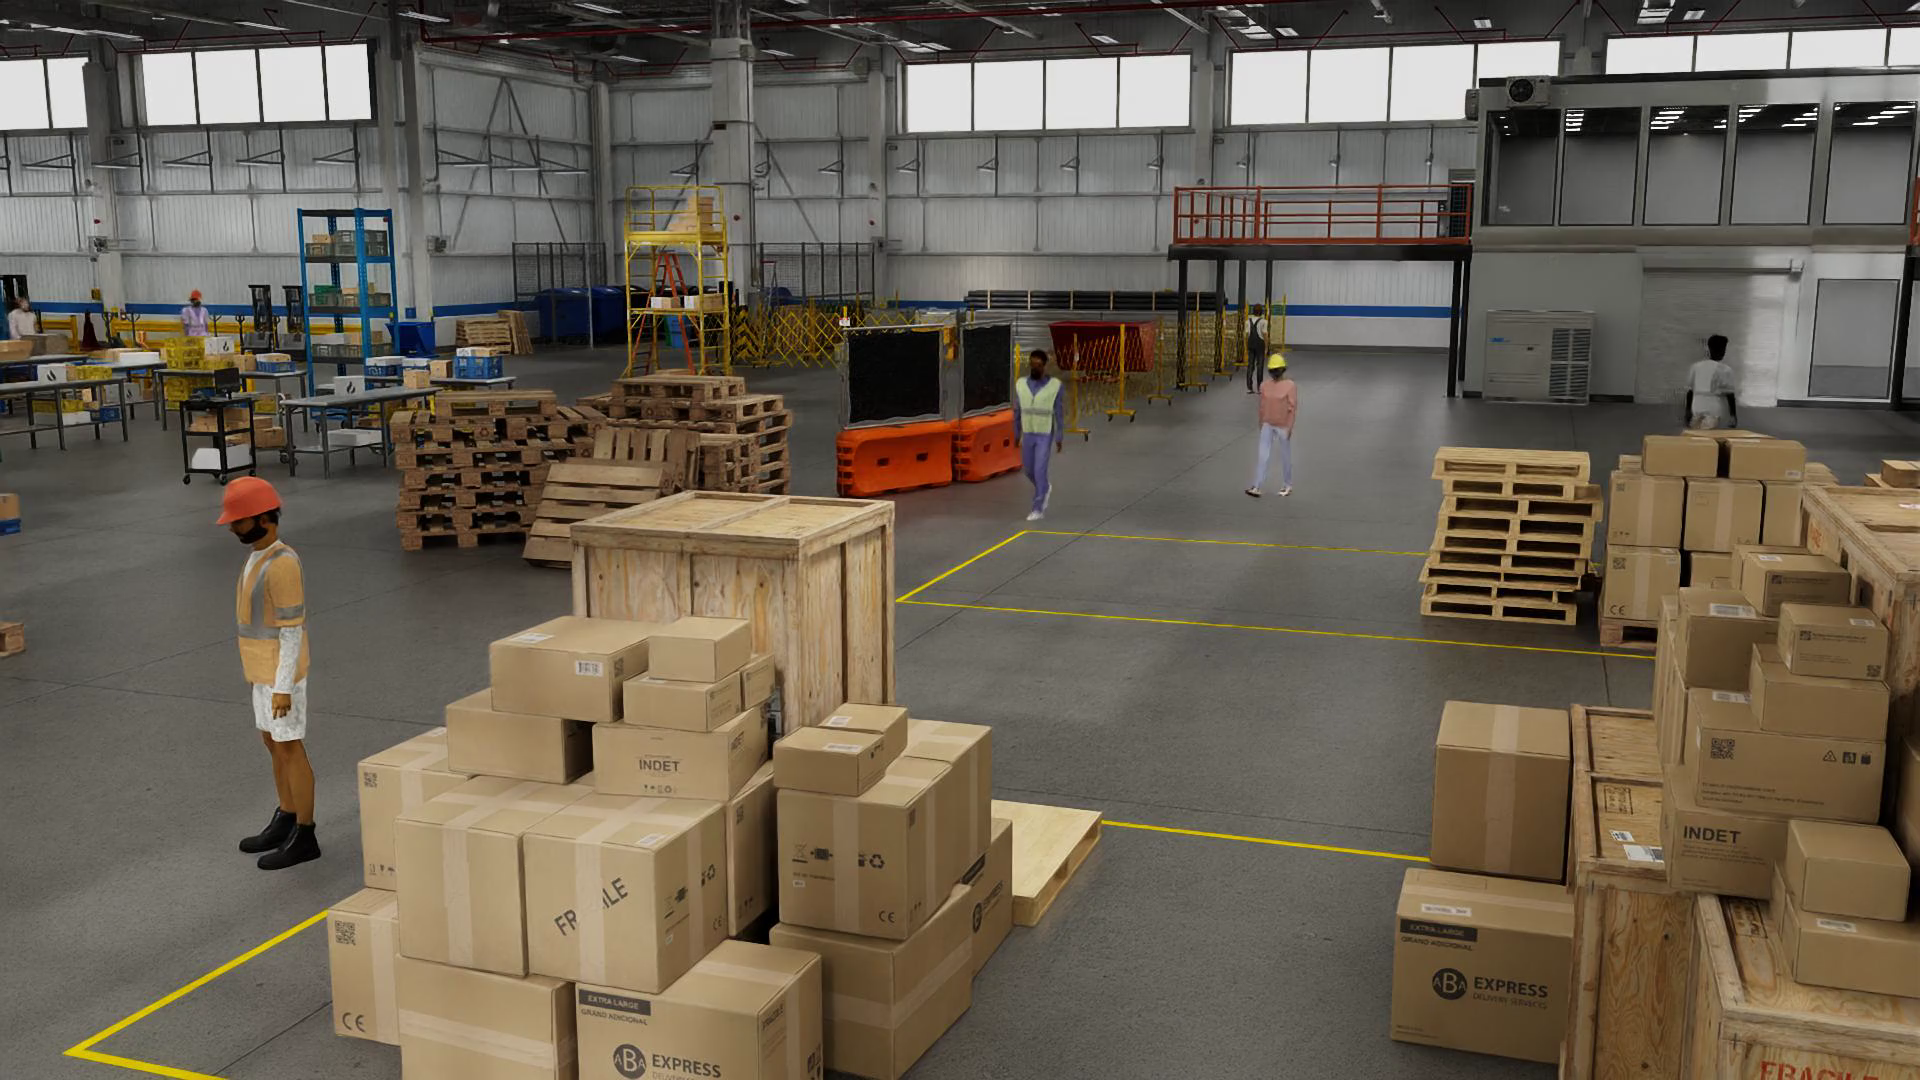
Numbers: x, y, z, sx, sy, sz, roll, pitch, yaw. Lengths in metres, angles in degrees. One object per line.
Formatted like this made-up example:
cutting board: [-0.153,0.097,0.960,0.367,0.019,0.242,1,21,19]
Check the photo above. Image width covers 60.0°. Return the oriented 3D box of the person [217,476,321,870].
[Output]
person: [-3.379,0.641,8.137,0.363,1.933,0.543,-7,13,-36]

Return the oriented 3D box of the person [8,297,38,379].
person: [-20.738,-4.428,36.806,0.653,1.895,0.664,6,12,32]

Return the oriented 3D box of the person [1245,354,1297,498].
person: [3.766,-1.351,19.924,0.538,1.720,0.891,8,13,37]

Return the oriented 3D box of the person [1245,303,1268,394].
person: [6.050,-3.888,33.888,0.505,1.846,0.346,8,13,39]

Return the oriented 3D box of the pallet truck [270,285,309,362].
pallet truck: [-17.147,-5.700,43.663,0.823,1.965,1.885,3,11,17]

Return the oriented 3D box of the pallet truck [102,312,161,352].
pallet truck: [-23.057,-5.777,46.261,0.680,1.201,1.601,3,11,19]

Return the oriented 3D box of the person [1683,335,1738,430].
person: [9.486,-1.624,20.961,1.028,1.906,0.620,-4,11,-23]

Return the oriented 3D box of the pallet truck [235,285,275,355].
pallet truck: [-18.327,-5.835,44.421,0.823,1.965,1.885,4,11,23]

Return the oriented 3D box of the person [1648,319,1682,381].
person: [14.335,-3.907,33.887,0.763,1.889,0.582,7,12,34]

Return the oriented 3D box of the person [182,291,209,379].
person: [-17.395,-4.670,37.844,0.601,2.010,1.008,-9,14,-42]

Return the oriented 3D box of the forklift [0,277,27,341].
forklift: [-27.151,-6.329,46.328,1.157,1.987,2.680,3,11,17]

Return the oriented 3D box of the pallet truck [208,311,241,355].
pallet truck: [-19.537,-5.575,44.913,0.653,1.274,1.630,3,11,19]

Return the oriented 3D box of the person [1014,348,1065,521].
person: [0.892,-1.184,18.487,0.608,1.904,0.639,5,11,27]

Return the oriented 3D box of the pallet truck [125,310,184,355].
pallet truck: [-22.038,-5.665,45.457,0.704,1.261,1.522,3,11,17]
